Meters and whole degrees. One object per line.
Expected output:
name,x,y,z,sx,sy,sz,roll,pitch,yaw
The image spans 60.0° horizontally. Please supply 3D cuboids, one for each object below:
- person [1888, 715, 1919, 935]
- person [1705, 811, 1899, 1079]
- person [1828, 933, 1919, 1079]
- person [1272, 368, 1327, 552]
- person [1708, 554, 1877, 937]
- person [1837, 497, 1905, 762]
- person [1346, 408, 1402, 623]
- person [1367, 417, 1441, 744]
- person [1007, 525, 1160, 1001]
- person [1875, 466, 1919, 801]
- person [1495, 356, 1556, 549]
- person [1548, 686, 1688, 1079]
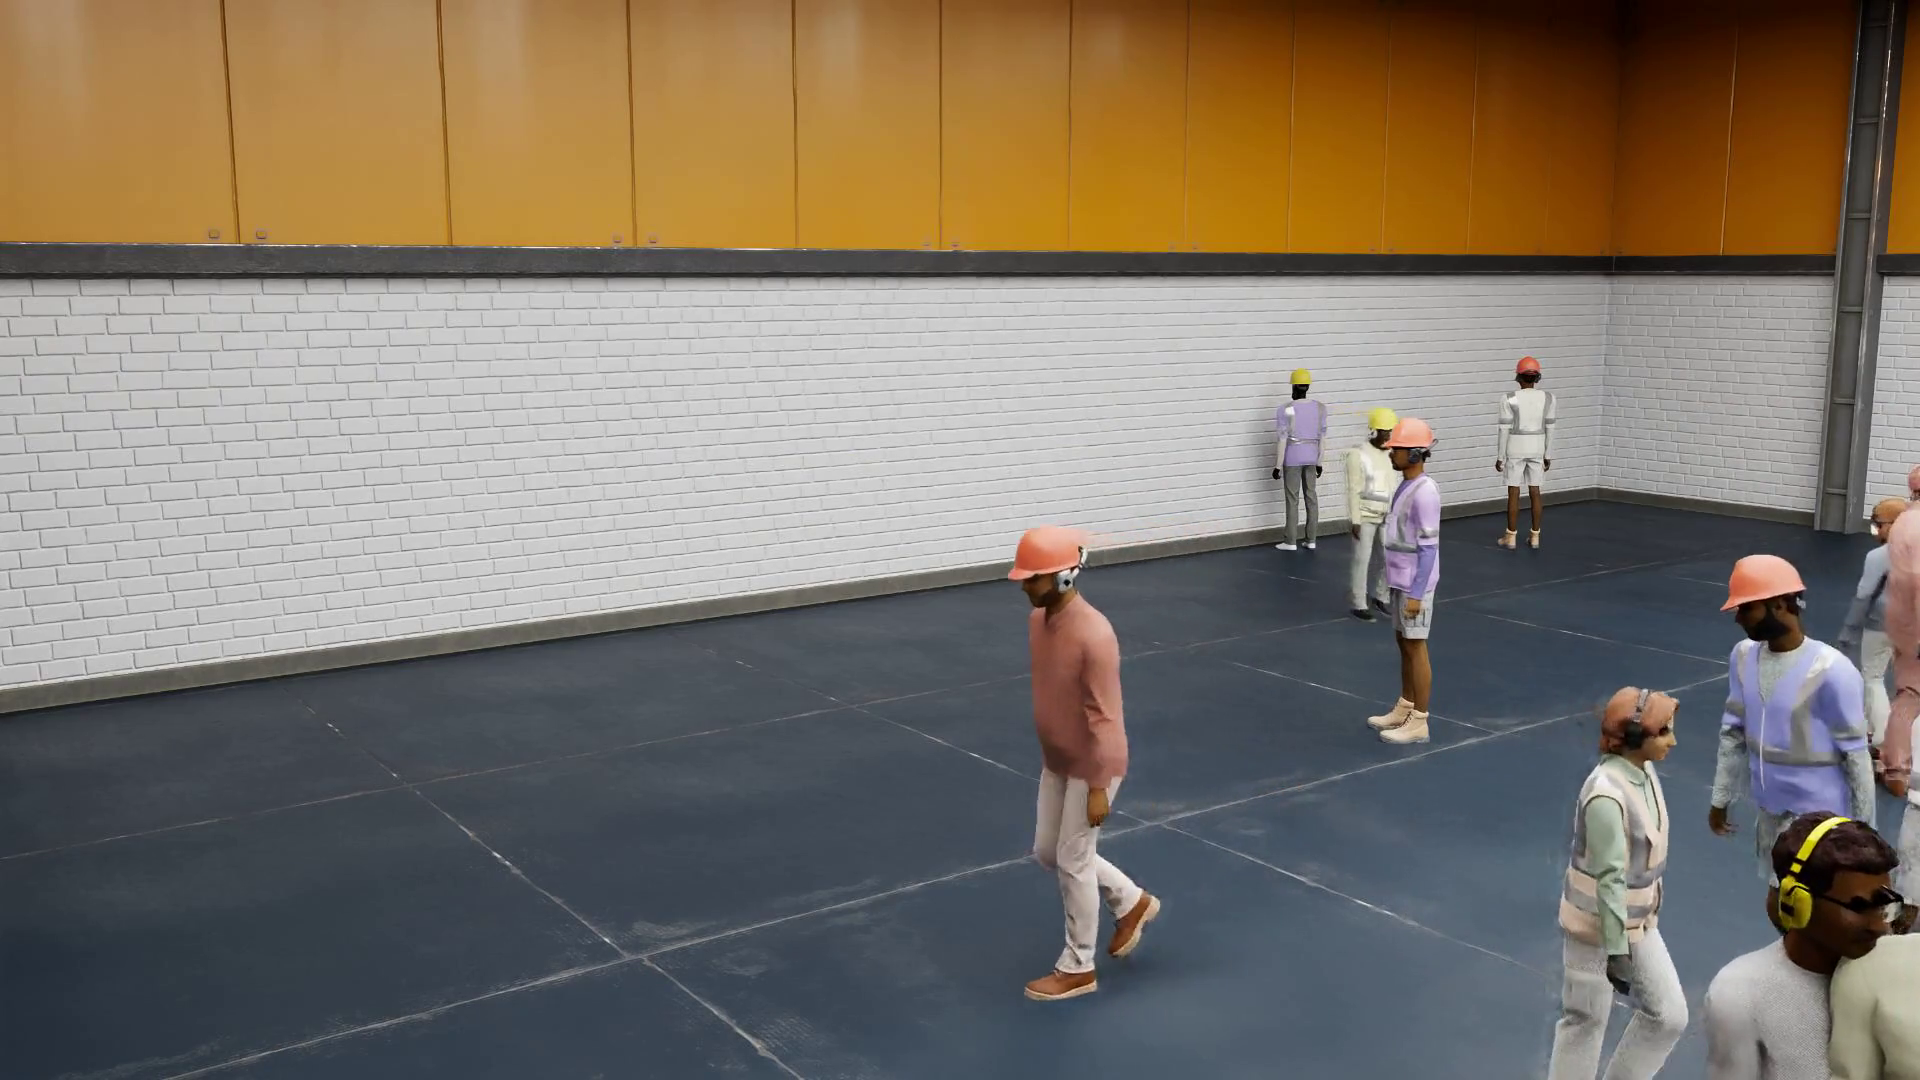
person,3.306,1.116,5.549,0.600,1.890,0.579,-4,10,-24
person,1.735,1.465,3.489,0.533,1.864,0.310,-6,11,-31
person,2.000,1.432,3.281,0.622,1.996,0.371,3,10,20
person,3.563,-0.837,17.494,0.586,1.928,0.369,-3,10,-19
person,3.148,0.993,6.307,0.600,1.890,0.558,-2,9,-13
person,5.497,0.524,10.061,0.523,1.608,0.596,-5,10,-27
person,3.476,-0.196,13.907,0.611,1.817,0.442,-4,10,-24
person,2.794,0.254,10.409,0.382,2.045,0.605,1,9,3
person,0.501,0.892,6.763,0.665,1.960,0.625,-4,10,-25
person,5.402,0.517,9.340,0.407,1.889,0.699,5,10,26
person,5.986,-0.923,17.657,0.607,2.048,0.365,-1,9,-3
person,2.154,1.275,5.404,0.477,1.622,0.532,8,12,40
